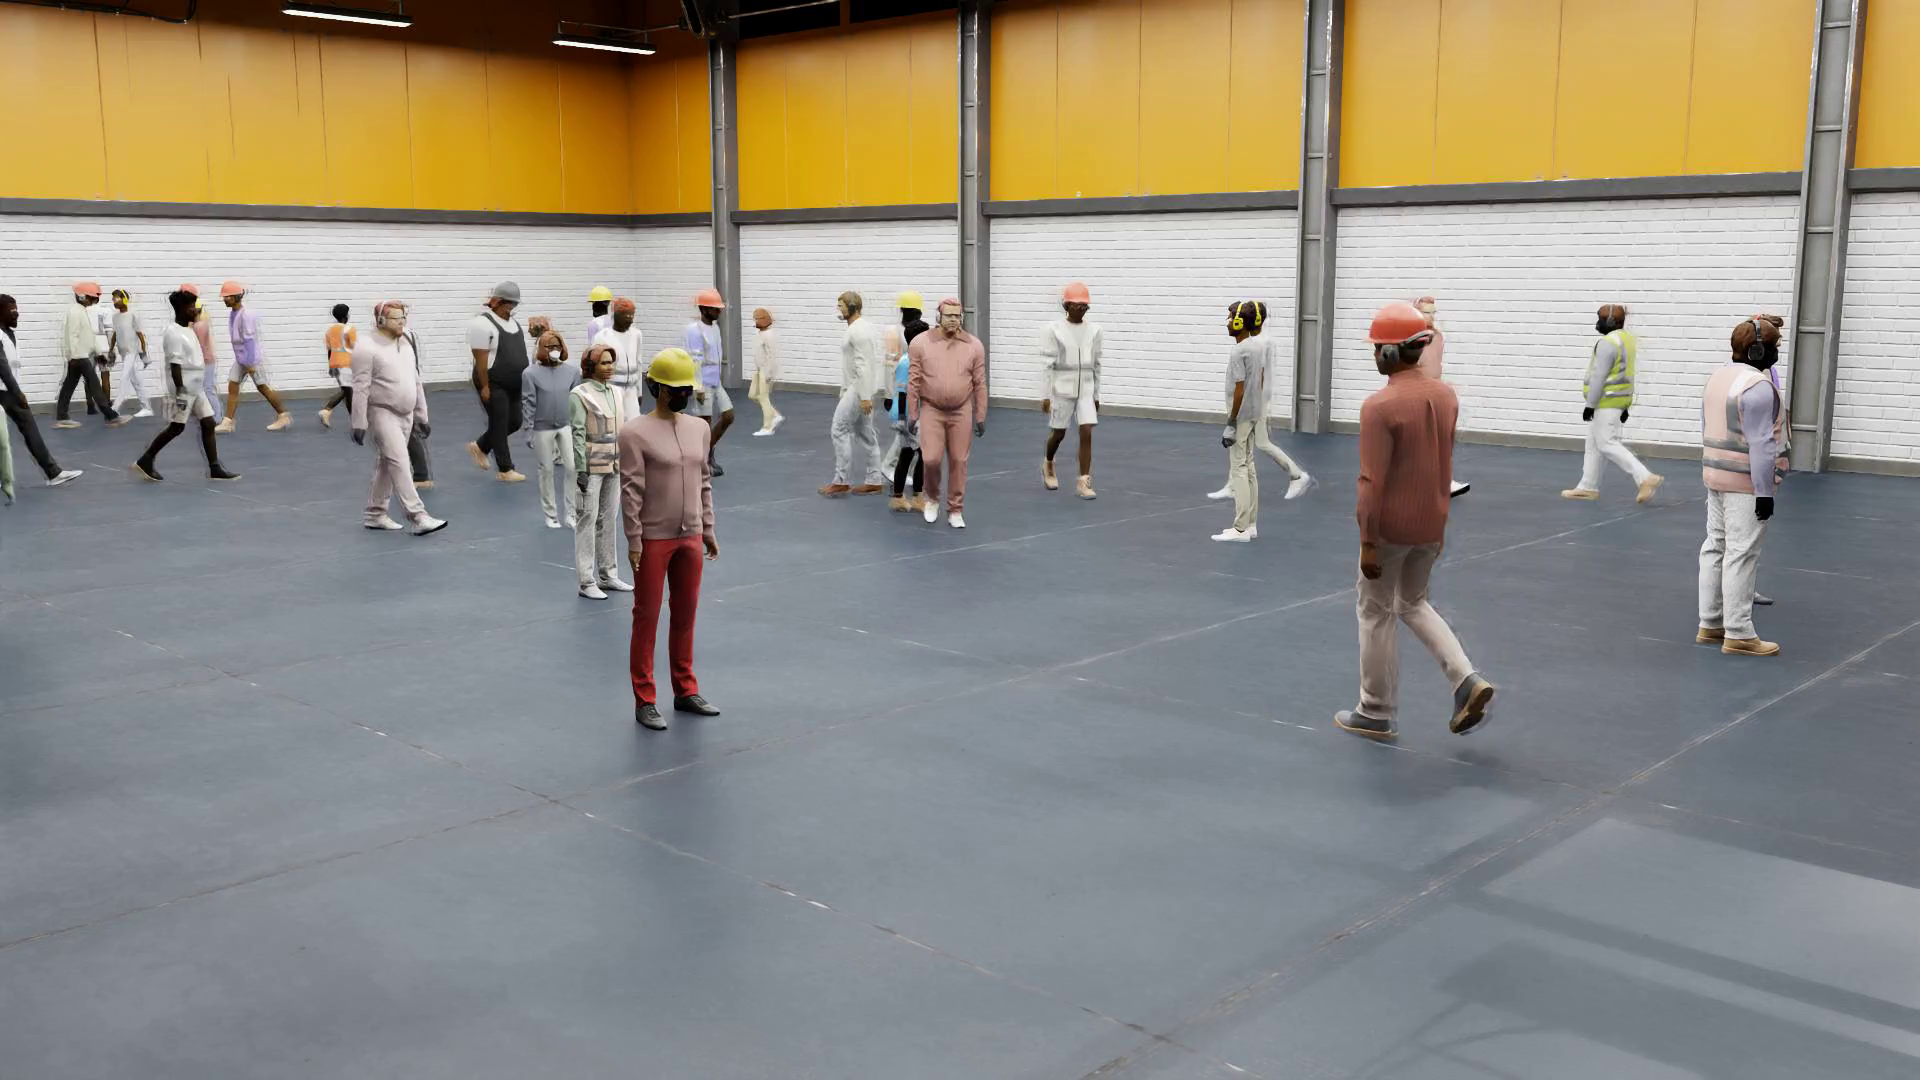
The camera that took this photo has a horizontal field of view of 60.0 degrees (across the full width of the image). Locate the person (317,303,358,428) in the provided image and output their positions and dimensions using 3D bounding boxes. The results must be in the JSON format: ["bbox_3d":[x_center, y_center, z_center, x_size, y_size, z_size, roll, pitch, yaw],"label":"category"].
[{"bbox_3d":[-8.261,-2.308,22.090,0.540,1.671,0.766,6,11,32],"label":"person"}]

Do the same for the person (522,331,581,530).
[{"bbox_3d":[-3.263,-0.872,13.435,0.524,1.611,0.599,-5,10,-28],"label":"person"}]

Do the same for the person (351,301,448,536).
[{"bbox_3d":[-4.461,-0.967,13.291,0.900,1.860,0.672,3,10,17],"label":"person"}]

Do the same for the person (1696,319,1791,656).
[{"bbox_3d":[4.346,-0.293,9.220,0.429,1.845,0.621,0,9,-1],"label":"person"}]

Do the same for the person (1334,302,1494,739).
[{"bbox_3d":[2.014,-0.059,7.373,0.630,1.974,0.634,-6,11,-33],"label":"person"}]

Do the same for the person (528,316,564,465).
[{"bbox_3d":[-4.425,-1.581,17.791,0.405,1.626,0.508,-1,9,-4],"label":"person"}]

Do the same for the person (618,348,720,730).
[{"bbox_3d":[-1.341,-0.012,7.748,0.321,1.761,0.522,8,12,40],"label":"person"}]

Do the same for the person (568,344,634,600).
[{"bbox_3d":[-2.329,-0.447,10.774,0.310,1.642,0.514,4,10,24],"label":"person"}]

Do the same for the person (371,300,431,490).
[{"bbox_3d":[-5.437,-1.369,15.865,0.761,1.816,0.538,0,9,0],"label":"person"}]

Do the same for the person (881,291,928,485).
[{"bbox_3d":[-0.512,-1.465,16.203,0.439,1.909,0.601,3,10,18],"label":"person"}]

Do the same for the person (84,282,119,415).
[{"bbox_3d":[-12.589,-2.788,24.256,0.545,1.929,0.389,0,9,-2],"label":"person"}]

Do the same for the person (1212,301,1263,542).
[{"bbox_3d":[2.177,-0.918,12.963,0.327,1.872,0.516,5,10,27],"label":"person"}]

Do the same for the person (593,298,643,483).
[{"bbox_3d":[-3.241,-1.415,16.105,0.942,1.832,0.587,9,13,44],"label":"person"}]

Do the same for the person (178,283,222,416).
[{"bbox_3d":[-10.841,-2.678,23.617,0.643,1.905,0.572,-9,13,-44],"label":"person"}]

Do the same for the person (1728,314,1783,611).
[{"bbox_3d":[4.907,-0.487,10.403,0.571,1.842,0.382,-9,13,-42],"label":"person"}]

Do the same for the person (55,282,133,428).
[{"bbox_3d":[-11.623,-2.456,22.174,1.010,1.928,0.646,-4,10,-22],"label":"person"}]

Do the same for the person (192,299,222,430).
[{"bbox_3d":[-9.951,-2.306,21.842,0.436,1.750,0.538,-6,11,-33],"label":"person"}]

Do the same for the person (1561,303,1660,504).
[{"bbox_3d":[5.941,-1.229,15.058,0.821,1.819,0.635,6,11,35],"label":"person"}]

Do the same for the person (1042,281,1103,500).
[{"bbox_3d":[1.032,-1.413,15.562,0.620,2.013,0.949,-3,10,-18],"label":"person"}]

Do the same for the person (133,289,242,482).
[{"bbox_3d":[-7.745,-1.521,16.495,0.952,1.931,0.613,-1,9,-6],"label":"person"}]

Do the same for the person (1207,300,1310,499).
[{"bbox_3d":[2.767,-1.270,15.233,0.867,1.841,0.524,0,9,-1],"label":"person"}]

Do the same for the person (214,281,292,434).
[{"bbox_3d":[-9.201,-2.360,21.515,0.625,1.979,1.061,8,12,41],"label":"person"}]

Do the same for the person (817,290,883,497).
[{"bbox_3d":[-1.065,-1.348,15.443,0.774,1.914,0.663,-1,9,-6],"label":"person"}]

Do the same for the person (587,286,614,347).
[{"bbox_3d":[-3.972,-1.862,18.573,0.363,1.928,0.587,3,10,20],"label":"person"}]

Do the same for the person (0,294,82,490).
[{"bbox_3d":[-9.036,-1.405,15.946,0.986,1.870,0.591,-1,9,-7],"label":"person"}]

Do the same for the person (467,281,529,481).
[{"bbox_3d":[-4.664,-1.611,16.692,0.743,2.000,0.685,4,10,21],"label":"person"}]

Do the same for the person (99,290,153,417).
[{"bbox_3d":[-11.893,-2.621,23.567,0.527,1.816,0.973,5,10,28],"label":"person"}]

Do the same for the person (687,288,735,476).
[{"bbox_3d":[-2.547,-1.594,16.949,0.417,1.917,0.575,3,10,19],"label":"person"}]

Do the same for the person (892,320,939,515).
[{"bbox_3d":[-0.348,-1.052,14.349,0.584,1.674,0.547,1,9,8],"label":"person"}]

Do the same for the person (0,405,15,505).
[{"bbox_3d":[-5.879,-0.280,9.838,0.506,1.618,0.508,-6,11,-31],"label":"person"}]

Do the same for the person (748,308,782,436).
[{"bbox_3d":[-2.503,-2.136,21.178,0.374,1.620,0.525,-4,10,-25],"label":"person"}]

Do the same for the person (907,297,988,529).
[{"bbox_3d":[-0.096,-1.030,13.590,0.665,1.888,0.433,-1,9,-9],"label":"person"}]

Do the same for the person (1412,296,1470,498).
[{"bbox_3d":[4.275,-1.301,15.323,0.678,1.855,0.966,-5,10,-27],"label":"person"}]
